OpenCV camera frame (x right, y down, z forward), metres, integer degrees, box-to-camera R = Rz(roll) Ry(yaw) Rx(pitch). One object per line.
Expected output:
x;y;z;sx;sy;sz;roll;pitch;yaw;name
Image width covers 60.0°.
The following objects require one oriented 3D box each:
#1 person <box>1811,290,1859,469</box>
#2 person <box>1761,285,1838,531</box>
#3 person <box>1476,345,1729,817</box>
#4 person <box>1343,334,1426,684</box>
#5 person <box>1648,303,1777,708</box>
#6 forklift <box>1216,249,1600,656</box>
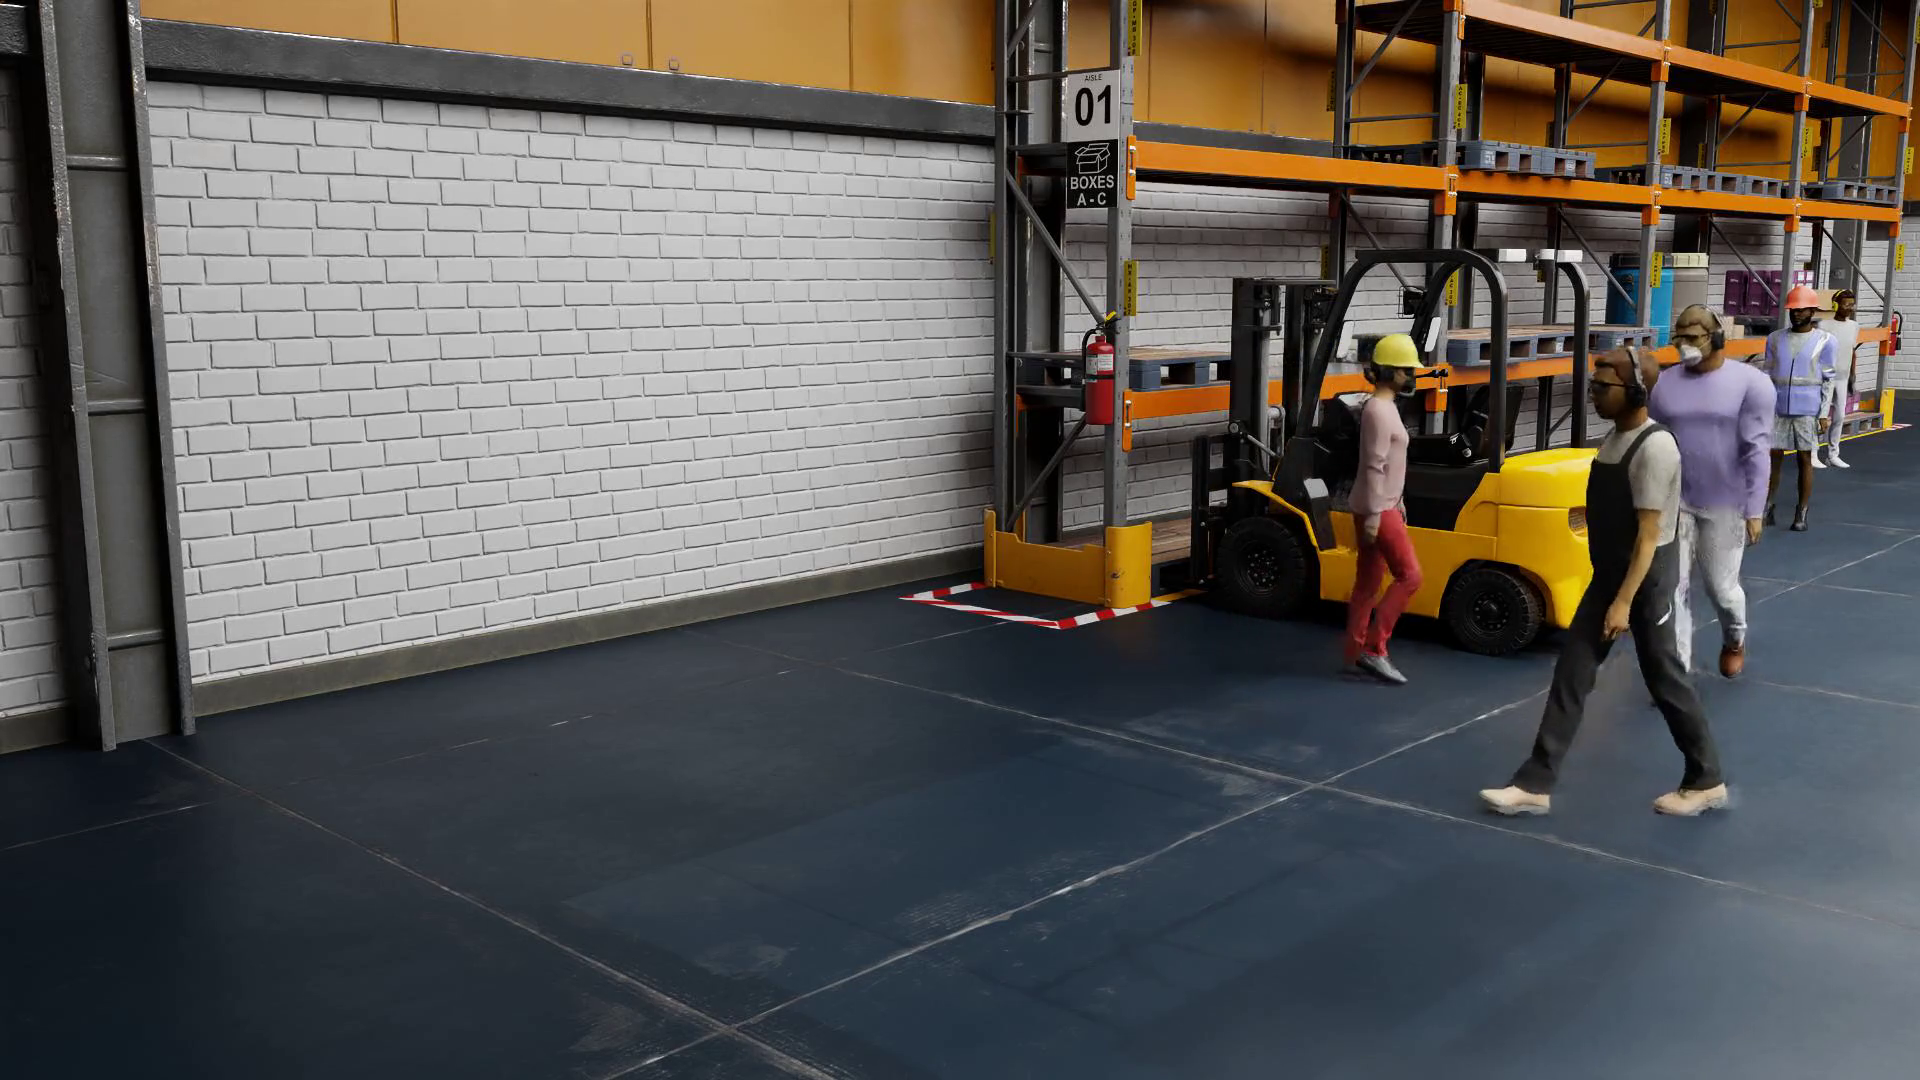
9.089;-1.664;17.288;0.505;1.860;0.320;-2;10;-13;person
6.612;-1.038;13.190;0.542;1.939;0.361;8;12;41;person
2.493;0.175;6.199;0.971;1.798;0.530;-1;9;-7;person
2.149;-0.149;8.329;0.452;1.752;0.525;2;9;11;person
3.564;-0.170;7.951;0.639;1.913;0.719;9;13;43;person
2.710;-0.584;9.626;2.313;2.155;1.214;9;13;43;forklift
